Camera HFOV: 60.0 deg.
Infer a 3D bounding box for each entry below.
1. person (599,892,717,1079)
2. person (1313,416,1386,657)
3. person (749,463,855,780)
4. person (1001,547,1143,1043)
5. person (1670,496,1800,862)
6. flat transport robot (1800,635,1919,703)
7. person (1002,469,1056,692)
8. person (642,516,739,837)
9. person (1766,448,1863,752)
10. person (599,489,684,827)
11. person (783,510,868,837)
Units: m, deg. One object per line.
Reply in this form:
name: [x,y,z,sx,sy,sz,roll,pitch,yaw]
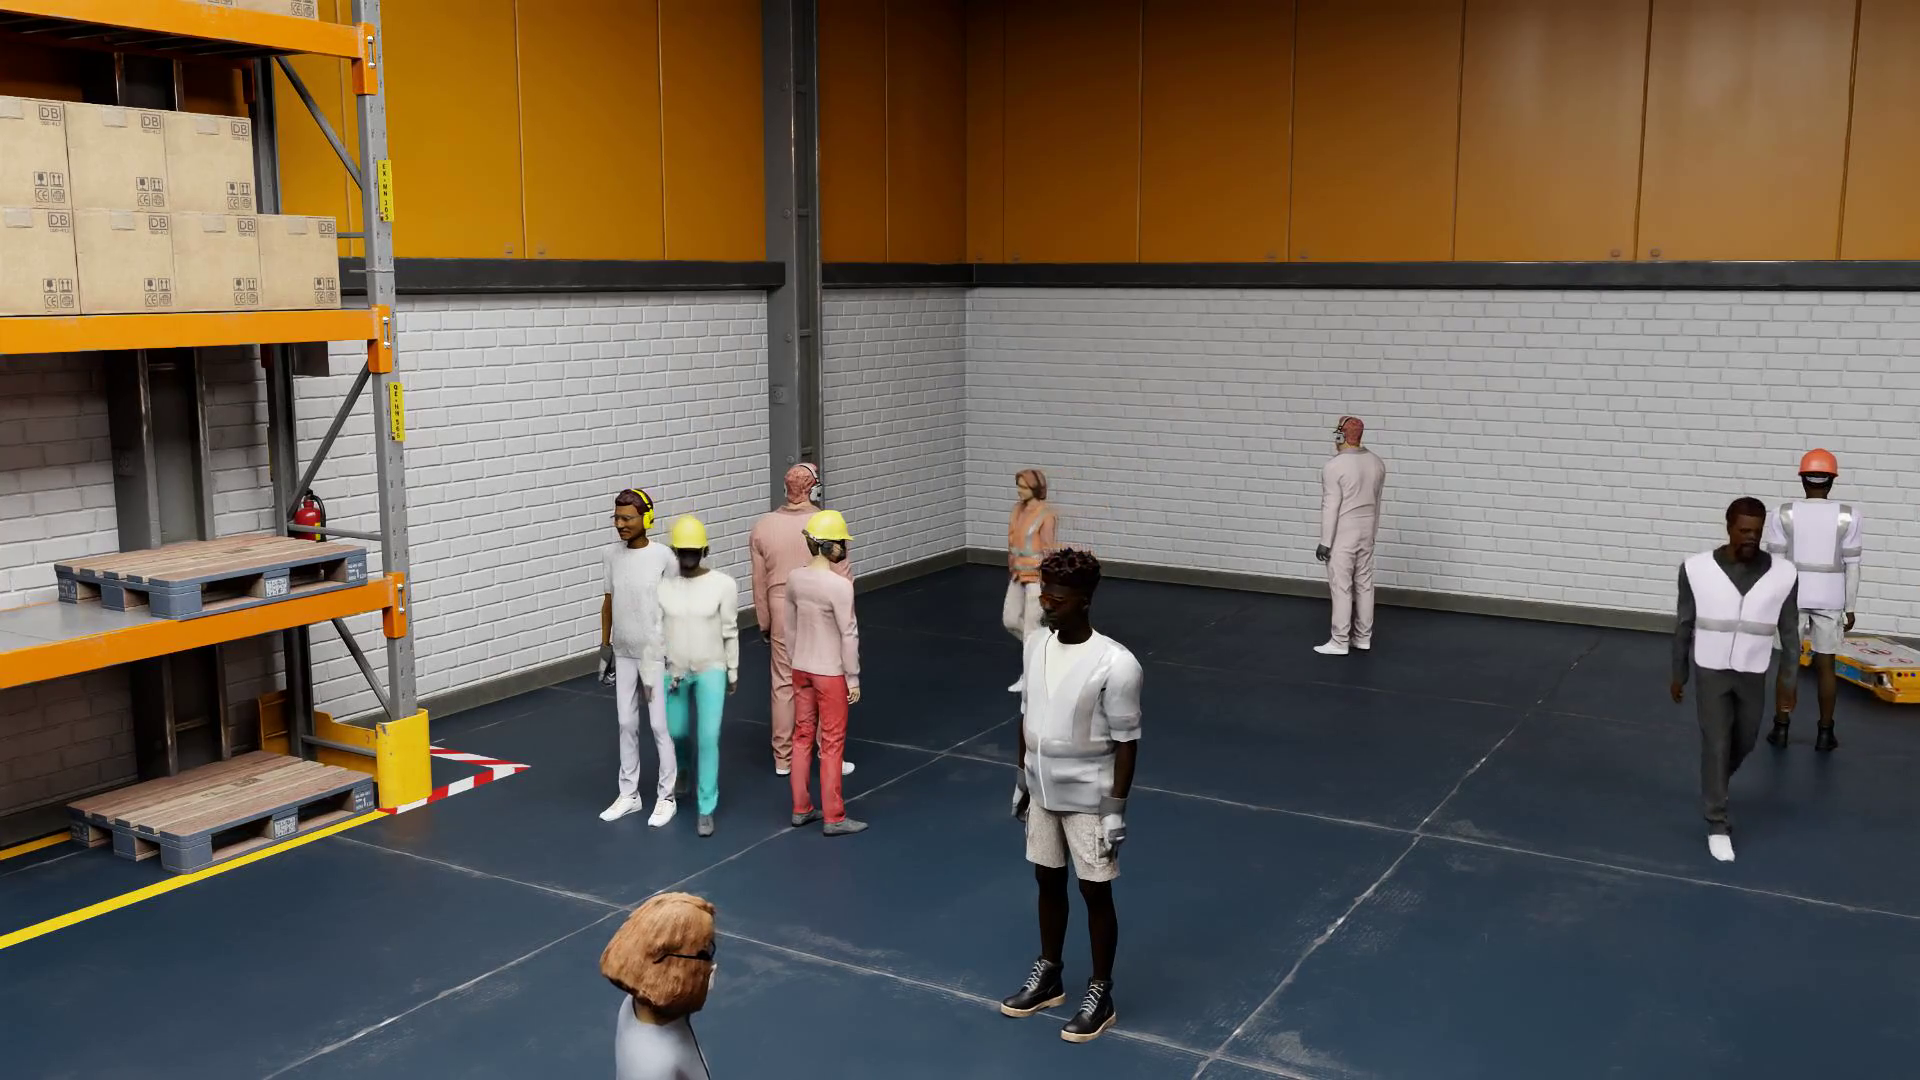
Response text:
person: [-0.672,1.606,3.866,0.284,1.633,0.499,-2,9,-14]
person: [3.069,-0.031,13.232,0.643,1.910,0.400,-6,11,-34]
person: [-0.920,0.489,9.980,0.637,1.911,0.406,3,10,18]
person: [0.435,1.002,6.621,0.379,1.959,0.602,-9,12,-43]
person: [4.119,0.681,8.887,0.605,1.885,0.895,2,9,12]
flat transport robot: [6.814,0.936,12.284,0.652,0.197,1.431,0,9,-2]
person: [0.534,0.286,12.096,0.436,1.626,0.530,-5,11,-31]
person: [-1.482,0.696,9.218,0.523,1.729,0.806,-1,9,-6]
person: [5.410,0.382,10.589,0.543,1.928,0.374,4,10,26]
person: [-1.761,0.642,9.148,0.535,1.869,0.312,3,10,20]
person: [-0.729,0.715,9.022,0.533,1.765,0.321,8,12,43]
